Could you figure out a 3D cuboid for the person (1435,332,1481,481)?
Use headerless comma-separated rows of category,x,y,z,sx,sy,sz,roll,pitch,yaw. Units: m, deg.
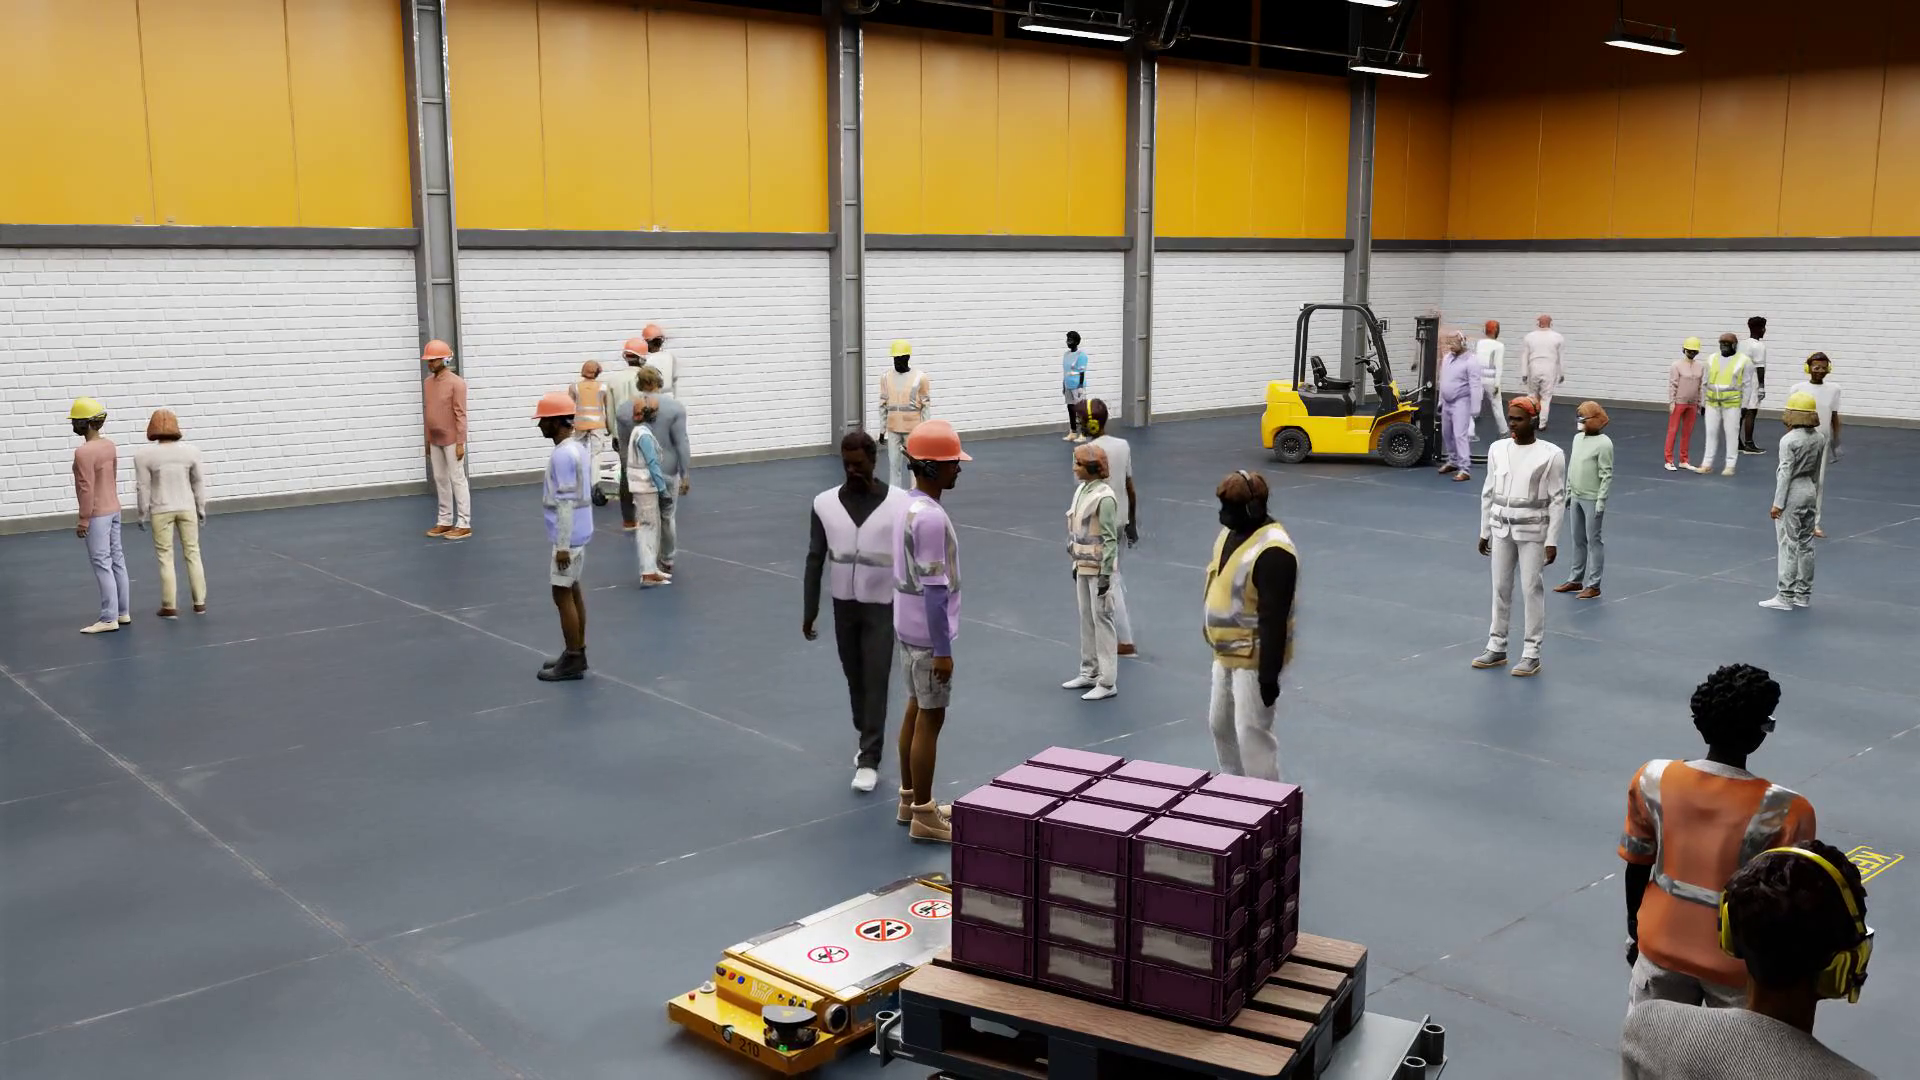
person,6.320,-1.702,21.095,0.541,1.867,0.834,-3,10,-18

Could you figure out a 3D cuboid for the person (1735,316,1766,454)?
person,11.294,-2.212,23.753,0.369,1.967,0.600,-1,10,-7

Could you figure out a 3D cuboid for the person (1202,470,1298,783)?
person,1.378,0.562,7.965,0.430,1.816,0.657,-2,10,-11

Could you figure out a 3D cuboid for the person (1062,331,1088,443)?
person,1.724,-2.315,25.162,0.320,1.692,0.534,-6,11,-31

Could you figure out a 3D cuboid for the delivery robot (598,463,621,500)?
delivery robot,-3.762,-0.709,18.807,0.477,0.478,0.707,5,11,27

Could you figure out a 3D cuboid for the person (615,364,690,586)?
person,-2.643,-0.565,14.379,0.643,1.889,0.961,0,10,-2

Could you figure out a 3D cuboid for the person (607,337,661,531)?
person,-3.300,-1.070,16.992,0.627,1.992,0.396,3,10,17

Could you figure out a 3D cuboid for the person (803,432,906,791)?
person,-0.545,0.357,8.953,0.616,1.880,0.830,2,10,13

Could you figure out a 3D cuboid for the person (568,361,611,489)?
person,-4.370,-1.313,19.608,0.523,1.592,0.809,-1,10,-3

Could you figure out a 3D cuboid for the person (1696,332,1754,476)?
person,9.828,-1.748,21.402,0.429,1.841,0.633,-9,13,-41

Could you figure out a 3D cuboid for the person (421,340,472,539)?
person,-5.154,-1.002,16.618,0.615,1.987,0.407,7,12,35

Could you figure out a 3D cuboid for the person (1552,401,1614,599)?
person,5.165,-0.332,13.720,0.283,1.633,0.498,-3,10,-14

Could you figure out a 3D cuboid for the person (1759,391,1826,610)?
person,6.661,-0.313,13.290,0.492,1.744,0.295,-6,11,-30

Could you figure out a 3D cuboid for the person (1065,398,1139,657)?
person,1.018,-0.084,11.694,0.510,1.833,0.558,9,13,44

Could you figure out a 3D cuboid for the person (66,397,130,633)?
person,-6.479,-0.186,12.479,0.313,1.768,0.528,-1,10,-5

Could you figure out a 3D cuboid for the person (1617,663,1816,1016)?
person,2.122,1.179,4.687,0.316,1.695,0.541,-8,13,-41

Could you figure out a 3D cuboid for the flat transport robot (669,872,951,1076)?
flat transport robot,-0.344,1.606,6.352,0.652,0.197,1.431,9,13,41

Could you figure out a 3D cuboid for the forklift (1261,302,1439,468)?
forklift,5.320,-2.157,22.763,2.313,2.155,1.214,3,10,16

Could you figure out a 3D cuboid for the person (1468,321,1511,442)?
person,8.073,-2.413,25.327,1.017,1.821,0.580,-7,12,-37

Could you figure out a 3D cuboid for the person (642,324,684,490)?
person,-3.618,-1.575,20.014,0.927,2.023,0.628,9,14,44

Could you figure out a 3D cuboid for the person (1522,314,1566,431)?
person,9.448,-2.706,26.901,0.649,1.883,0.679,5,11,29

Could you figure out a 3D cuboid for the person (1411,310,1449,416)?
person,8.398,-3.152,29.567,0.940,1.871,0.638,-5,11,-25

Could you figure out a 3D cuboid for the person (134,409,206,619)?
person,-6.147,-0.205,12.981,0.507,1.631,0.268,-8,13,-40

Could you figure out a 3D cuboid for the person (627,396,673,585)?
person,-2.660,-0.417,14.241,0.371,1.634,0.540,-2,10,-12

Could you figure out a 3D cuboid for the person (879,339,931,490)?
person,-0.615,-1.218,18.048,0.591,1.925,0.385,4,11,23

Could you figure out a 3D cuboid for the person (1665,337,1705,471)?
person,9.543,-1.785,21.856,0.523,1.763,0.329,-3,10,-16

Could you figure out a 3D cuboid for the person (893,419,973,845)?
person,-0.128,0.437,8.017,0.374,2.042,0.615,-2,10,-13

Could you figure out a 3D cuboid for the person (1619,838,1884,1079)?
person,1.343,1.410,2.828,0.312,1.869,0.536,-8,13,-41

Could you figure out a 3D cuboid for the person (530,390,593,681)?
person,-2.645,-0.033,11.103,0.377,1.932,0.577,-1,10,-5

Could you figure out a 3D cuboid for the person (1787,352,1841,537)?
person,8.553,-0.950,16.678,0.522,1.865,0.357,1,10,4

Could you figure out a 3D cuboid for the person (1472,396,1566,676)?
person,3.767,-0.030,11.220,0.343,1.882,0.586,-8,13,-39

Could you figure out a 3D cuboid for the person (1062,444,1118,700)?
person,0.849,0.199,10.602,0.312,1.636,0.518,-3,10,-17
